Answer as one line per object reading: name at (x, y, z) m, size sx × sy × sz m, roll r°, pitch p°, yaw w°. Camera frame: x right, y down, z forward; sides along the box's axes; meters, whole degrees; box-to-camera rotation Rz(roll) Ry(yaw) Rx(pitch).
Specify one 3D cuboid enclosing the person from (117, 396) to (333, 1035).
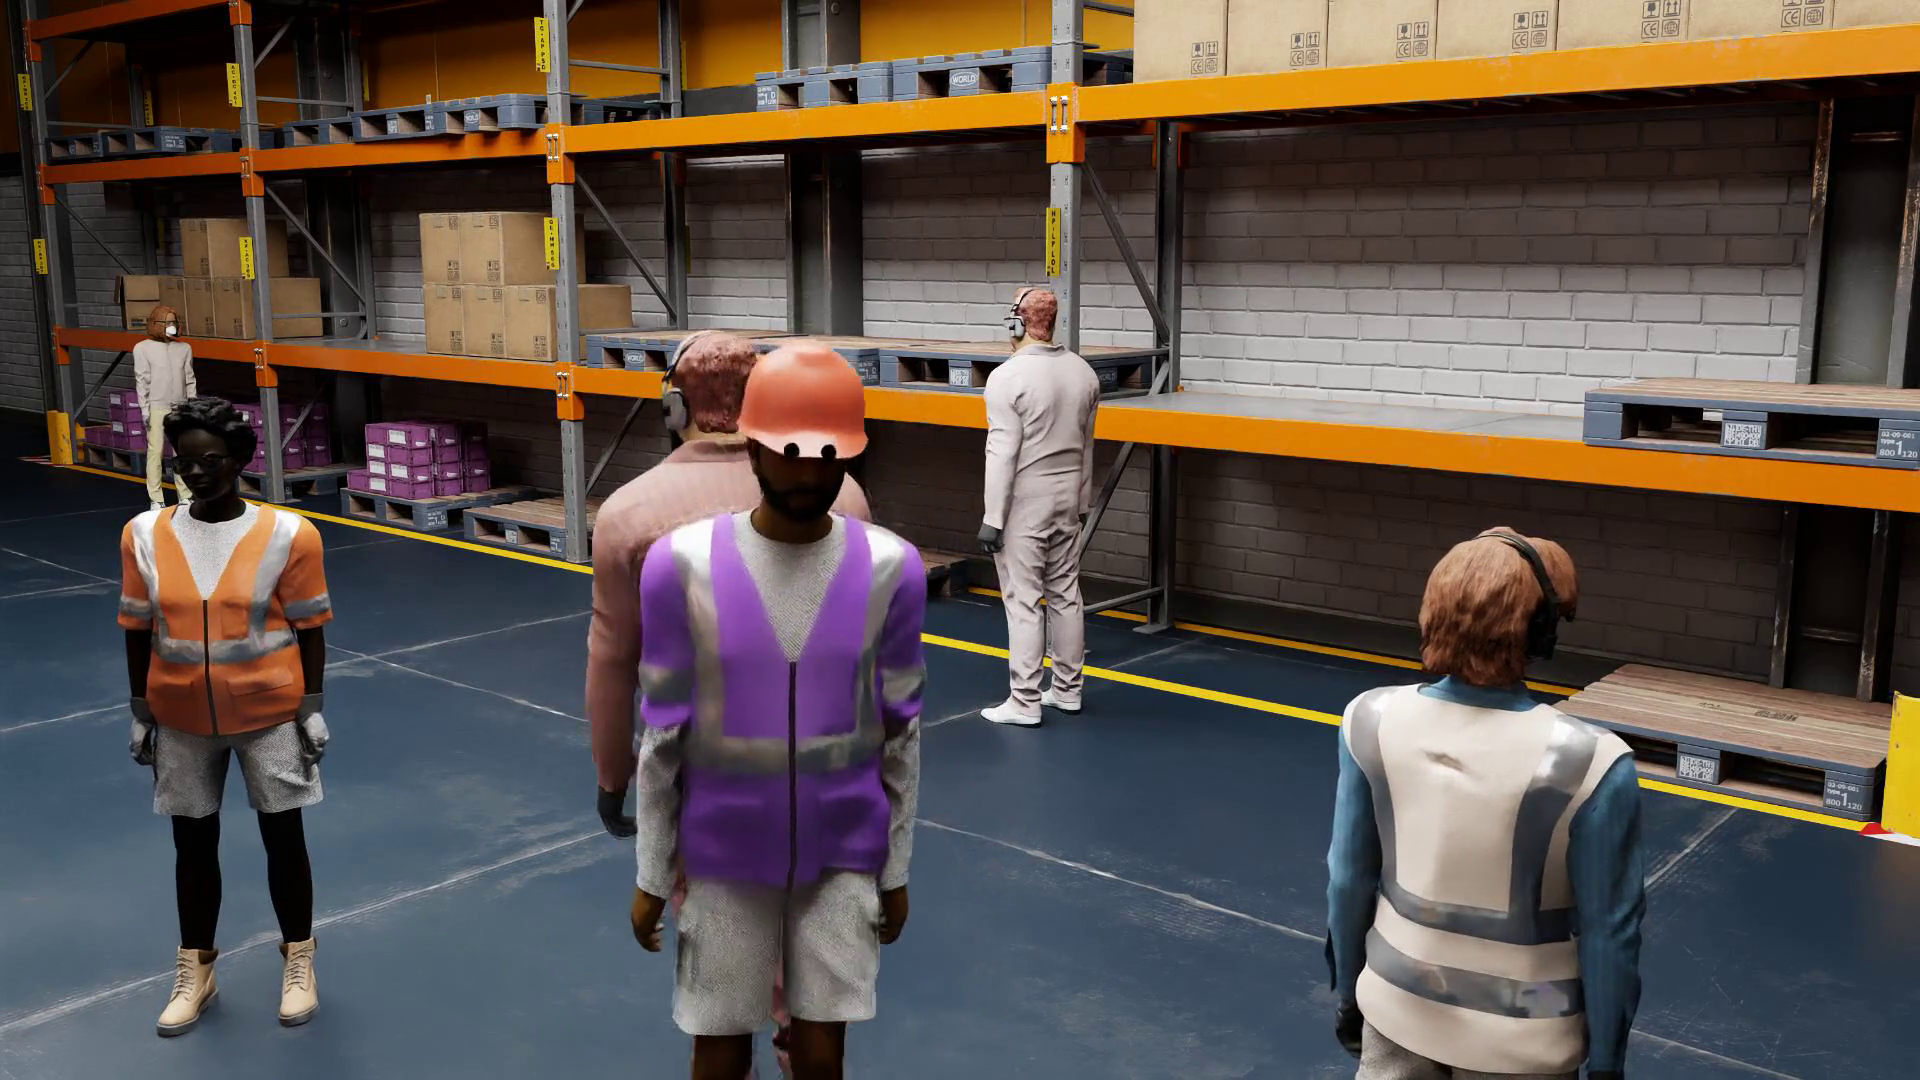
person at (-1.936, 0.465, 4.411) m, size 0.530 × 1.697 × 0.321 m, roll -1°, pitch 10°, yaw -8°

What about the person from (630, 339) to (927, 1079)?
person at (-0.345, 0.571, 3.188) m, size 0.574 × 1.916 × 0.574 m, roll -2°, pitch 10°, yaw -12°

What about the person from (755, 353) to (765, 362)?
person at (-0.841, 0.030, 7.061) m, size 0.280 × 1.636 × 0.500 m, roll 2°, pitch 10°, yaw 14°

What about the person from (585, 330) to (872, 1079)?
person at (-0.521, 0.468, 3.829) m, size 0.680 × 1.889 × 0.421 m, roll -5°, pitch 11°, yaw -27°

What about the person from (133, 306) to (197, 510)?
person at (-6.223, -1.020, 13.070) m, size 0.277 × 1.629 × 0.496 m, roll 6°, pitch 12°, yaw 32°

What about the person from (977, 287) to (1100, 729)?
person at (0.312, -0.141, 7.265) m, size 0.402 × 1.906 × 0.651 m, roll 10°, pitch 14°, yaw 44°

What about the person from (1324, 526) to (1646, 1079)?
person at (0.823, 0.797, 2.680) m, size 0.515 × 1.642 × 0.314 m, roll 9°, pitch 14°, yaw 43°
